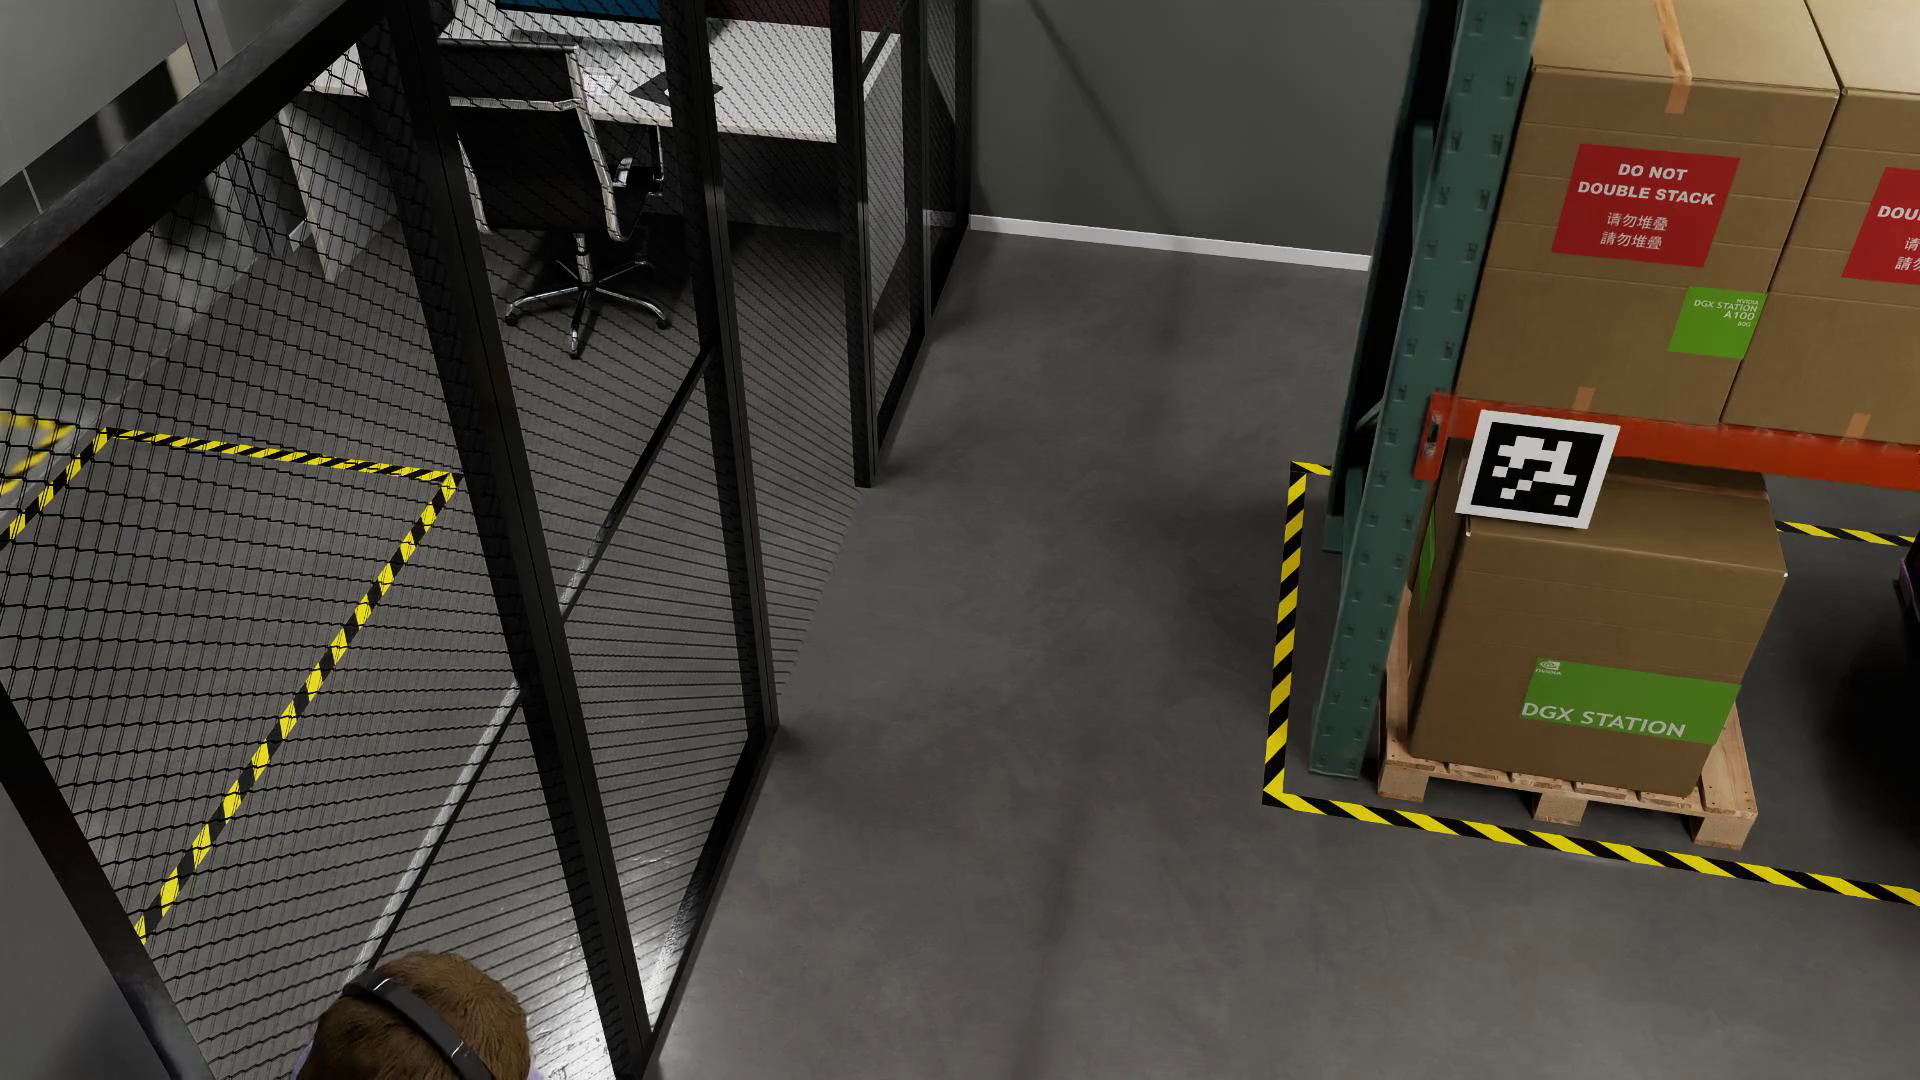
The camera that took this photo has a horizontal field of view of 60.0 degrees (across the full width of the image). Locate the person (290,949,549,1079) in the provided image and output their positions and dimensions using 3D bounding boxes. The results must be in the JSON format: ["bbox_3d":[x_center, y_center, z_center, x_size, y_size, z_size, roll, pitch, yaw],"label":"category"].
[{"bbox_3d":[-0.522,1.152,2.171,0.631,1.940,0.372,19,44,20],"label":"person"}]
